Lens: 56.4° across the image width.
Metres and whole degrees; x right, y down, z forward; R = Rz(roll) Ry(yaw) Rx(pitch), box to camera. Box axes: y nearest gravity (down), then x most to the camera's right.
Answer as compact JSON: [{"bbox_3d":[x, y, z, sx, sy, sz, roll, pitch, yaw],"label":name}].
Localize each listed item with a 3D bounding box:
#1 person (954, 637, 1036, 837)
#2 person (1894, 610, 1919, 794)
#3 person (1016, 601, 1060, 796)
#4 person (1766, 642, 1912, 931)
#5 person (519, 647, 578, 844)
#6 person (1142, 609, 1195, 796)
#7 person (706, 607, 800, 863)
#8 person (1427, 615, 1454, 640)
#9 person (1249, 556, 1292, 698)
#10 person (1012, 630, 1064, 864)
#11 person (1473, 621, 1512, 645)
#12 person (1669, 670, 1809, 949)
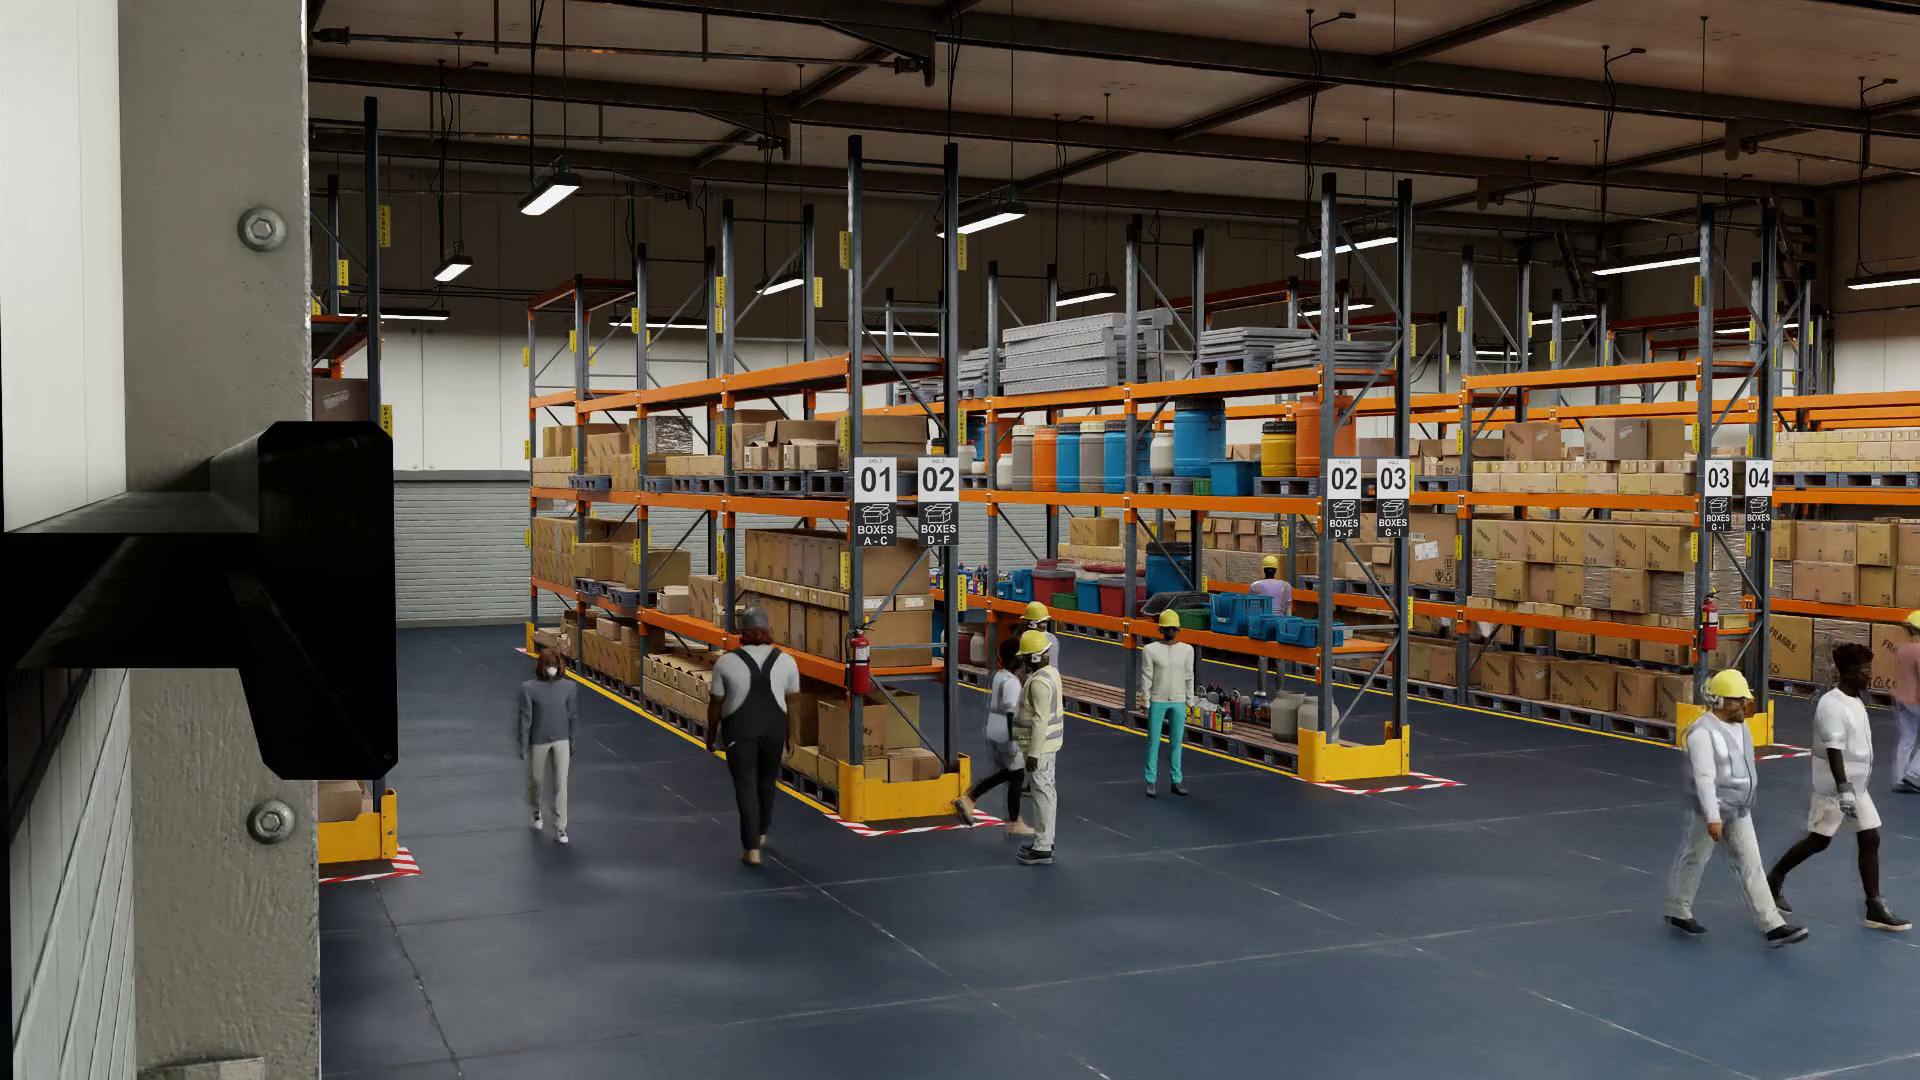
[{"bbox_3d":[0.308,1.652,15.110,0.616,1.674,0.542,0,2,-11],"label":"person"},{"bbox_3d":[9.092,1.543,17.014,0.399,1.750,0.545,0,2,0],"label":"person"},{"bbox_3d":[0.727,1.501,17.056,0.403,1.835,0.588,1,2,23],"label":"person"},{"bbox_3d":[5.942,1.644,12.215,0.623,1.935,0.959,-2,3,-42],"label":"person"},{"bbox_3d":[-3.478,1.692,15.107,0.502,1.608,0.804,-1,2,-23],"label":"person"},{"bbox_3d":[1.980,1.536,16.994,0.525,1.769,0.328,0,2,-10],"label":"person"},{"bbox_3d":[-1.672,1.524,14.344,0.699,2.000,1.004,-1,2,-19],"label":"person"},{"bbox_3d":[7.641,1.053,28.129,0.563,1.886,0.986,-1,2,-17],"label":"person"},{"bbox_3d":[4.211,1.176,24.345,0.589,1.927,0.368,0,2,-3],"label":"person"},{"bbox_3d":[0.611,1.619,14.125,0.403,1.823,0.588,0,2,11],"label":"person"},{"bbox_3d":[7.601,1.089,25.856,0.629,1.987,1.073,-1,2,-20],"label":"person"},{"bbox_3d":[4.986,1.734,11.580,0.617,1.778,0.930,-1,3,-33],"label":"person"}]
